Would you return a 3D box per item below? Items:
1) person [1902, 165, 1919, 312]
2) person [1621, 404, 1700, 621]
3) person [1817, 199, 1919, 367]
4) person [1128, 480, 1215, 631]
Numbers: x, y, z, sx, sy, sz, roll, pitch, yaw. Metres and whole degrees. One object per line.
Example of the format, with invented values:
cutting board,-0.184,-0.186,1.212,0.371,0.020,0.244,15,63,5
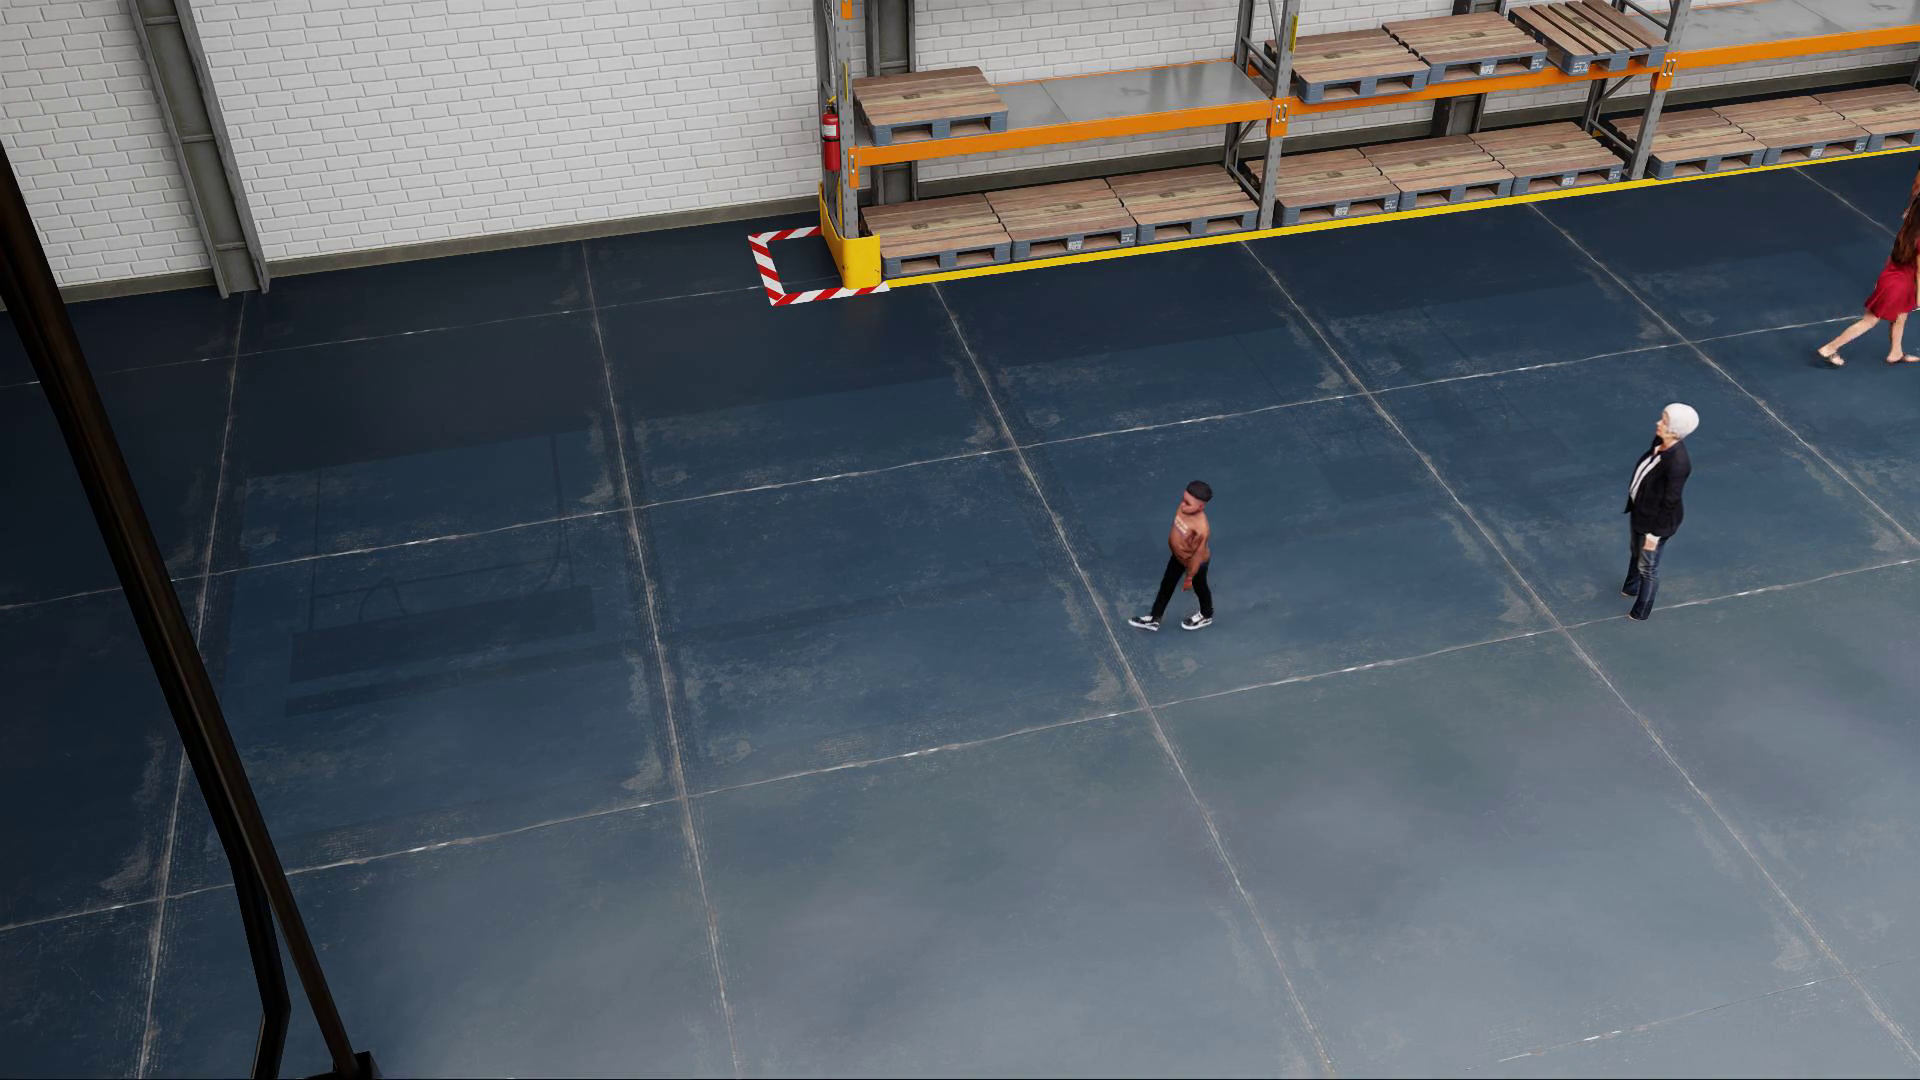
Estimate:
person,8.296,-2.814,14.164,0.714,1.838,0.714,32,48,33
person,4.636,-0.125,11.068,0.727,1.781,0.815,5,39,6
person,7.504,-2.045,13.457,1.135,1.520,0.784,3,39,4
person,1.583,0.112,10.987,0.819,1.231,0.556,-12,40,-14
